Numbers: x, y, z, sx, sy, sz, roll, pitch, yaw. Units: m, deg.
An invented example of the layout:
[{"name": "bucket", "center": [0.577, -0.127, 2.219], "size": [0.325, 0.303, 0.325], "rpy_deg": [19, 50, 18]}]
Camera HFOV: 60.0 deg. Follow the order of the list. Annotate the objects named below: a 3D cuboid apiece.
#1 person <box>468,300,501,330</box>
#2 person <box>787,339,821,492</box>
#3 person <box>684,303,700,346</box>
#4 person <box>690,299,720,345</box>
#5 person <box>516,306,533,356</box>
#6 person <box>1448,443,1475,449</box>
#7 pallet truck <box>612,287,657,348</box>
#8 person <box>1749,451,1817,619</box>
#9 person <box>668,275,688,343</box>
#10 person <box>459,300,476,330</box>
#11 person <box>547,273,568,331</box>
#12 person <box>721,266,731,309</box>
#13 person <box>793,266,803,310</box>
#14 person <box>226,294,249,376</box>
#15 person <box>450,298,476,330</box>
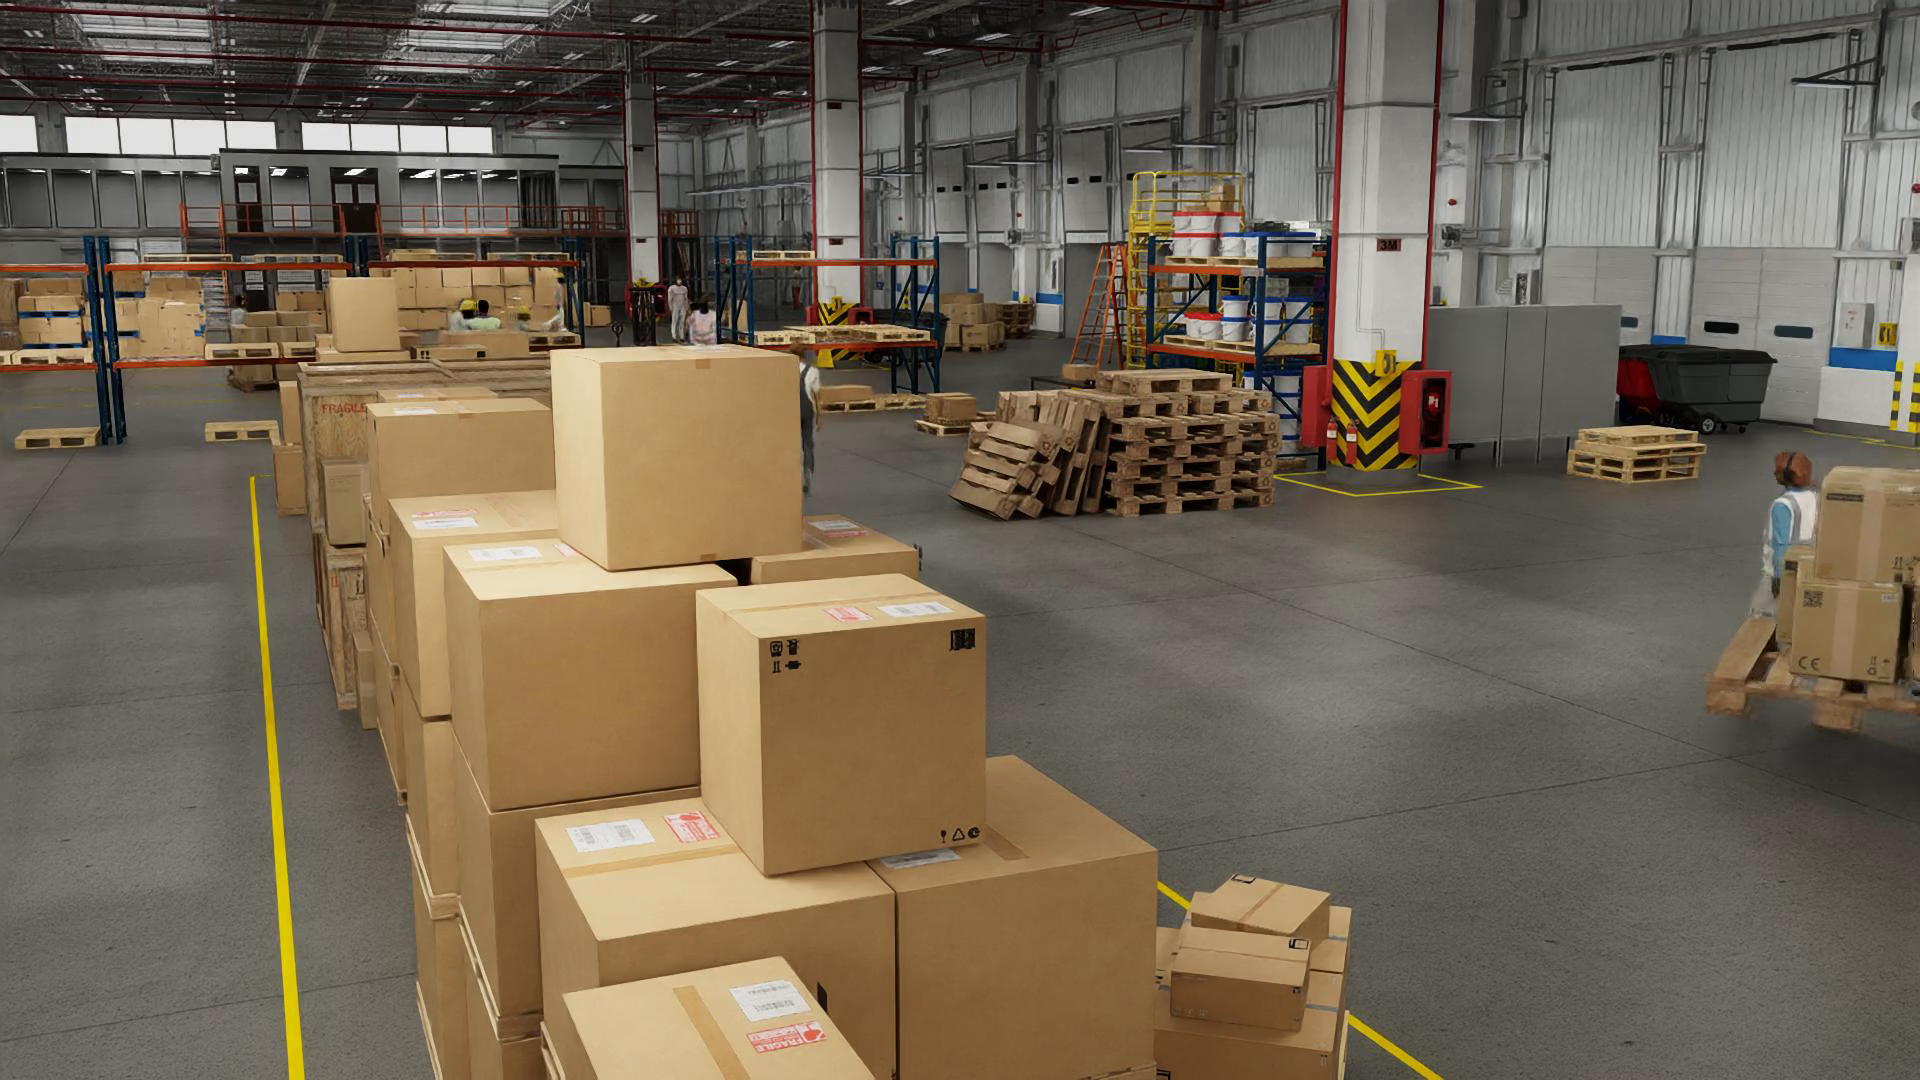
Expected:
[{"name": "person", "center": [-8.389, -3.283, 29.433], "size": [0.591, 1.919, 0.392], "rpy_deg": [-6, 12, -31]}, {"name": "person", "center": [-1.888, -1.444, 19.553], "size": [0.520, 1.828, 0.716], "rpy_deg": [-2, 10, -10]}, {"name": "person", "center": [-5.547, -4.131, 34.840], "size": [0.545, 1.640, 0.897], "rpy_deg": [4, 11, 22]}, {"name": "person", "center": [-5.138, -3.982, 33.635], "size": [0.641, 1.798, 0.950], "rpy_deg": [0, 10, 2]}, {"name": "person", "center": [-8.557, -3.707, 32.381], "size": [0.897, 1.702, 0.504], "rpy_deg": [-7, 12, -33]}, {"name": "person", "center": [7.195, -2.267, 23.778], "size": [0.544, 1.938, 0.355], "rpy_deg": [-9, 13, -40]}, {"name": "pallet truck", "center": [-6.464, -4.406, 35.401], "size": [0.823, 1.965, 1.885], "rpy_deg": [6, 12, 32]}, {"name": "person", "center": [5.541, 0.221, 10.988], "size": [0.526, 1.614, 0.750], "rpy_deg": [-9, 14, -41]}, {"name": "person", "center": [-8.118, -6.660, 47.992], "size": [0.629, 1.940, 0.373], "rpy_deg": [-8, 13, -38]}, {"name": "person", "center": [-8.752, -3.416, 30.237], "size": [0.671, 1.907, 0.587], "rpy_deg": [-2, 10, -8]}, {"name": "person", "center": [-13.013, -7.681, 53.731], "size": [0.652, 1.901, 0.583], "rpy_deg": [-4, 11, -23]}, {"name": "person", "center": [-9.788, -10.666, 70.357], "size": [0.669, 1.836, 0.436], "rpy_deg": [3, 11, 18]}, {"name": "person", "center": [-6.801, -10.621, 69.662], "size": [0.395, 1.993, 0.614], "rpy_deg": [-4, 11, -19]}, {"name": "person", "center": [-15.068, -4.225, 34.842], "size": [0.534, 1.844, 0.749], "rpy_deg": [6, 12, 31]}, {"name": "person", "center": [-9.414, -3.649, 31.572], "size": [1.044, 1.885, 0.631], "rpy_deg": [5, 11, 24]}]
